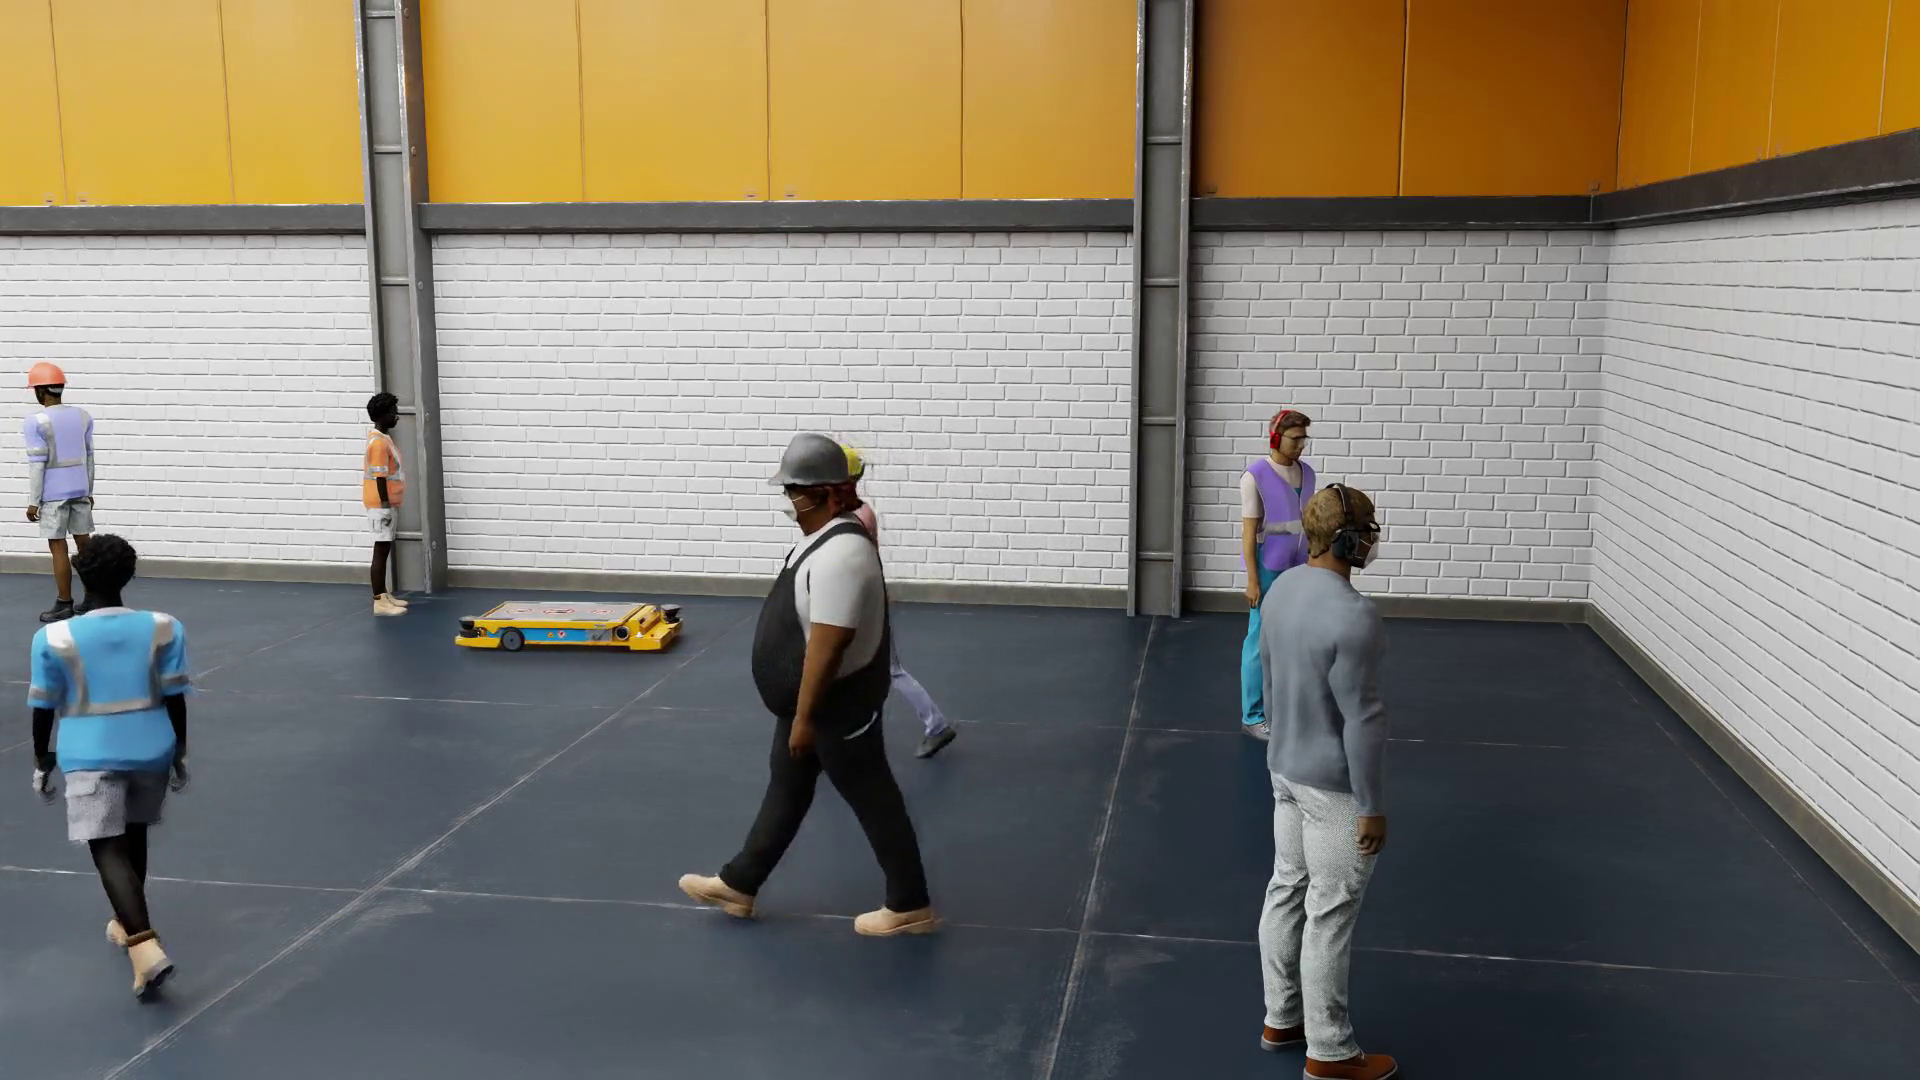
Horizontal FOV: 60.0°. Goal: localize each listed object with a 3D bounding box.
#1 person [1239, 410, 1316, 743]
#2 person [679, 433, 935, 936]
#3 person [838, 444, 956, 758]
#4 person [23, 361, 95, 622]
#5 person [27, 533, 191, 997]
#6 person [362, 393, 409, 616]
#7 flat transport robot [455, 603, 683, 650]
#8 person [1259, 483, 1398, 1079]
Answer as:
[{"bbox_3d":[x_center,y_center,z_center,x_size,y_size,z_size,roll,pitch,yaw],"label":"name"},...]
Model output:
[{"bbox_3d":[1.770,0.189,9.297,0.566,1.841,0.390,-8,12,-42],"label":"person"},{"bbox_3d":[-0.577,0.550,6.454,1.024,2.000,0.712,-1,9,-9],"label":"person"},{"bbox_3d":[-0.471,0.338,8.767,0.902,1.715,0.566,-4,10,-21],"label":"person"},{"bbox_3d":[-6.678,-0.352,12.335,0.364,1.938,0.543,4,10,23],"label":"person"},{"bbox_3d":[-3.074,0.805,6.089,0.531,1.659,0.868,-8,12,-39],"label":"person"},{"bbox_3d":[-4.356,-0.270,12.593,0.318,1.691,0.534,-3,10,-18],"label":"person"},{"bbox_3d":[-2.721,0.591,11.643,1.431,0.197,0.652,1,9,4],"label":"flat transport robot"},{"bbox_3d":[1.182,0.778,5.362,0.372,1.940,0.632,-3,10,-18],"label":"person"}]
